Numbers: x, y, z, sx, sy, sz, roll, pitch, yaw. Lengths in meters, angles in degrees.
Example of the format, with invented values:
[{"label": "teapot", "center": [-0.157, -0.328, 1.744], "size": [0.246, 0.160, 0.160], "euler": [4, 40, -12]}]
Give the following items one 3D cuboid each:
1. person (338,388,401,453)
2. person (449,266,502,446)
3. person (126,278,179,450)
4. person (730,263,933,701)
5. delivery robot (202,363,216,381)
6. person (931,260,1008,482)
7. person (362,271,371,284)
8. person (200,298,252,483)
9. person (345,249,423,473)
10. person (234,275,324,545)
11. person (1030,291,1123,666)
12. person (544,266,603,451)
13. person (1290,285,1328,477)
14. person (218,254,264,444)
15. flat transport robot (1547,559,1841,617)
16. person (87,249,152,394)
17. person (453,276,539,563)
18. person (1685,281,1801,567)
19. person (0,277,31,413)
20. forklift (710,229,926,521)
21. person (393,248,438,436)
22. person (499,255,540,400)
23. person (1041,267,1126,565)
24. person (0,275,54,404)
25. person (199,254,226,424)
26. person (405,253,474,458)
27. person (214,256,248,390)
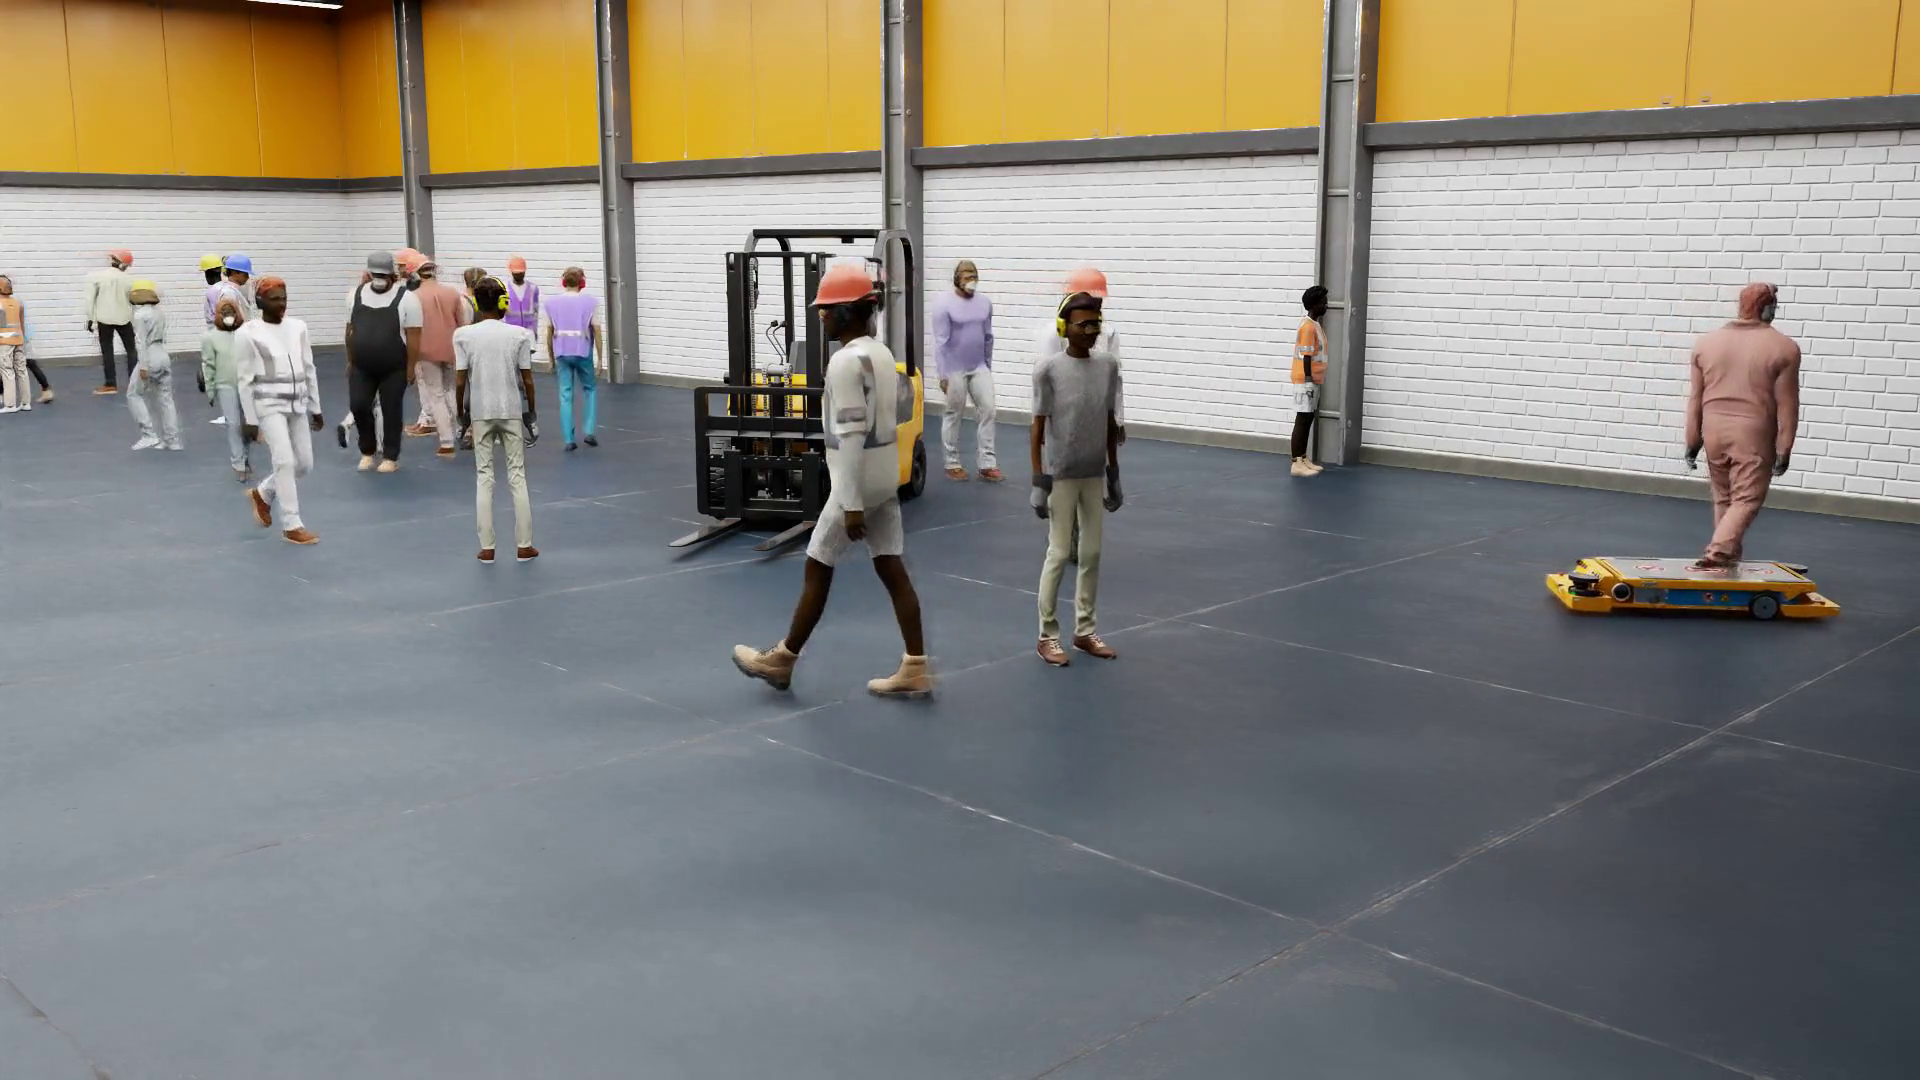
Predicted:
[{"label": "person", "center": [-5.754, -1.630, 16.164], "size": [0.543, 1.621, 0.566], "euler": [5, 12, 26]}, {"label": "person", "center": [-4.973, -1.861, 16.901], "size": [0.583, 1.828, 0.518], "euler": [2, 11, 10]}, {"label": "person", "center": [-8.050, -1.738, 16.529], "size": [0.538, 1.713, 0.496], "euler": [1, 10, 6]}, {"label": "person", "center": [-0.568, -0.256, 7.657], "size": [1.021, 1.991, 0.641], "euler": [4, 11, 19]}, {"label": "delivery robot", "center": [-10.071, -2.320, 22.591], "size": [0.477, 0.478, 0.707], "euler": [-6, 12, -30]}, {"label": "person", "center": [0.101, -1.422, 14.237], "size": [0.666, 1.912, 0.791], "euler": [-7, 13, -34]}, {"label": "person", "center": [-9.001, -3.320, 25.483], "size": [0.516, 1.595, 0.874], "euler": [1, 10, 7]}, {"label": "person", "center": [-6.364, -1.333, 14.628], "size": [0.543, 1.593, 0.826], "euler": [-7, 12, -32]}, {"label": "person", "center": [-5.168, -1.601, 14.876], "size": [0.710, 2.000, 0.543], "euler": [0, 10, -1]}, {"label": "person", "center": [-4.782, -0.908, 11.587], "size": [0.720, 1.866, 0.597], "euler": [5, 12, 27]}, {"label": "person", "center": [0.587, -0.303, 8.326], "size": [0.525, 1.854, 0.331], "euler": [-6, 12, -29]}, {"label": "person", "center": [-3.841, -1.811, 16.621], "size": [0.576, 1.823, 0.597], "euler": [0, 10, -2]}, {"label": "person", "center": [3.110, -1.413, 14.808], "size": [0.320, 1.694, 0.532], "euler": [4, 11, 20]}, {"label": "person", "center": [-7.415, -1.962, 17.123], "size": [0.404, 1.938, 0.602], "euler": [-4, 11, -21]}, {"label": "flat transport robot", "center": [4.184, 0.261, 9.551], "size": [1.431, 0.197, 0.652], "euler": [1, 10, 7]}, {"label": "person", "center": [-11.414, -2.939, 22.461], "size": [0.711, 1.943, 0.377], "euler": [-7, 12, -33]}, {"label": "person", "center": [-3.028, -0.777, 10.865], "size": [0.533, 1.864, 0.314], "euler": [-2, 11, -13]}, {"label": "person", "center": [4.596, -0.591, 9.846], "size": [0.891, 1.875, 0.642], "euler": [-8, 13, -39]}, {"label": "person", "center": [-11.448, -2.342, 20.017], "size": [0.307, 1.638, 0.512], "euler": [2, 11, 13]}, {"label": "forklift", "center": [-1.050, -1.319, 12.920], "size": [1.214, 2.155, 2.313], "euler": [2, 11, 13]}, {"label": "person", "center": [-5.790, -2.102, 17.727], "size": [0.391, 1.995, 0.613], "euler": [-3, 11, -18]}, {"label": "person", "center": [-5.794, -2.788, 21.812], "size": [0.555, 1.890, 0.830], "euler": [-4, 11, -20]}, {"label": "person", "center": [0.839, -0.786, 10.744], "size": [0.557, 1.914, 0.781], "euler": [-5, 11, -25]}, {"label": "person", "center": [-11.910, -2.512, 20.929], "size": [0.895, 1.639, 0.541], "euler": [-1, 10, -6]}, {"label": "person", "center": [-8.390, -2.276, 18.883], "size": [0.383, 1.921, 0.586], "euler": [-1, 10, -7]}, {"label": "person", "center": [-5.029, -1.762, 15.980], "size": [0.691, 1.951, 0.480], "euler": [-10, 14, -43]}, {"label": "person", "center": [-9.989, -2.949, 22.739], "size": [0.693, 1.845, 0.571], "euler": [6, 12, 31]}]
